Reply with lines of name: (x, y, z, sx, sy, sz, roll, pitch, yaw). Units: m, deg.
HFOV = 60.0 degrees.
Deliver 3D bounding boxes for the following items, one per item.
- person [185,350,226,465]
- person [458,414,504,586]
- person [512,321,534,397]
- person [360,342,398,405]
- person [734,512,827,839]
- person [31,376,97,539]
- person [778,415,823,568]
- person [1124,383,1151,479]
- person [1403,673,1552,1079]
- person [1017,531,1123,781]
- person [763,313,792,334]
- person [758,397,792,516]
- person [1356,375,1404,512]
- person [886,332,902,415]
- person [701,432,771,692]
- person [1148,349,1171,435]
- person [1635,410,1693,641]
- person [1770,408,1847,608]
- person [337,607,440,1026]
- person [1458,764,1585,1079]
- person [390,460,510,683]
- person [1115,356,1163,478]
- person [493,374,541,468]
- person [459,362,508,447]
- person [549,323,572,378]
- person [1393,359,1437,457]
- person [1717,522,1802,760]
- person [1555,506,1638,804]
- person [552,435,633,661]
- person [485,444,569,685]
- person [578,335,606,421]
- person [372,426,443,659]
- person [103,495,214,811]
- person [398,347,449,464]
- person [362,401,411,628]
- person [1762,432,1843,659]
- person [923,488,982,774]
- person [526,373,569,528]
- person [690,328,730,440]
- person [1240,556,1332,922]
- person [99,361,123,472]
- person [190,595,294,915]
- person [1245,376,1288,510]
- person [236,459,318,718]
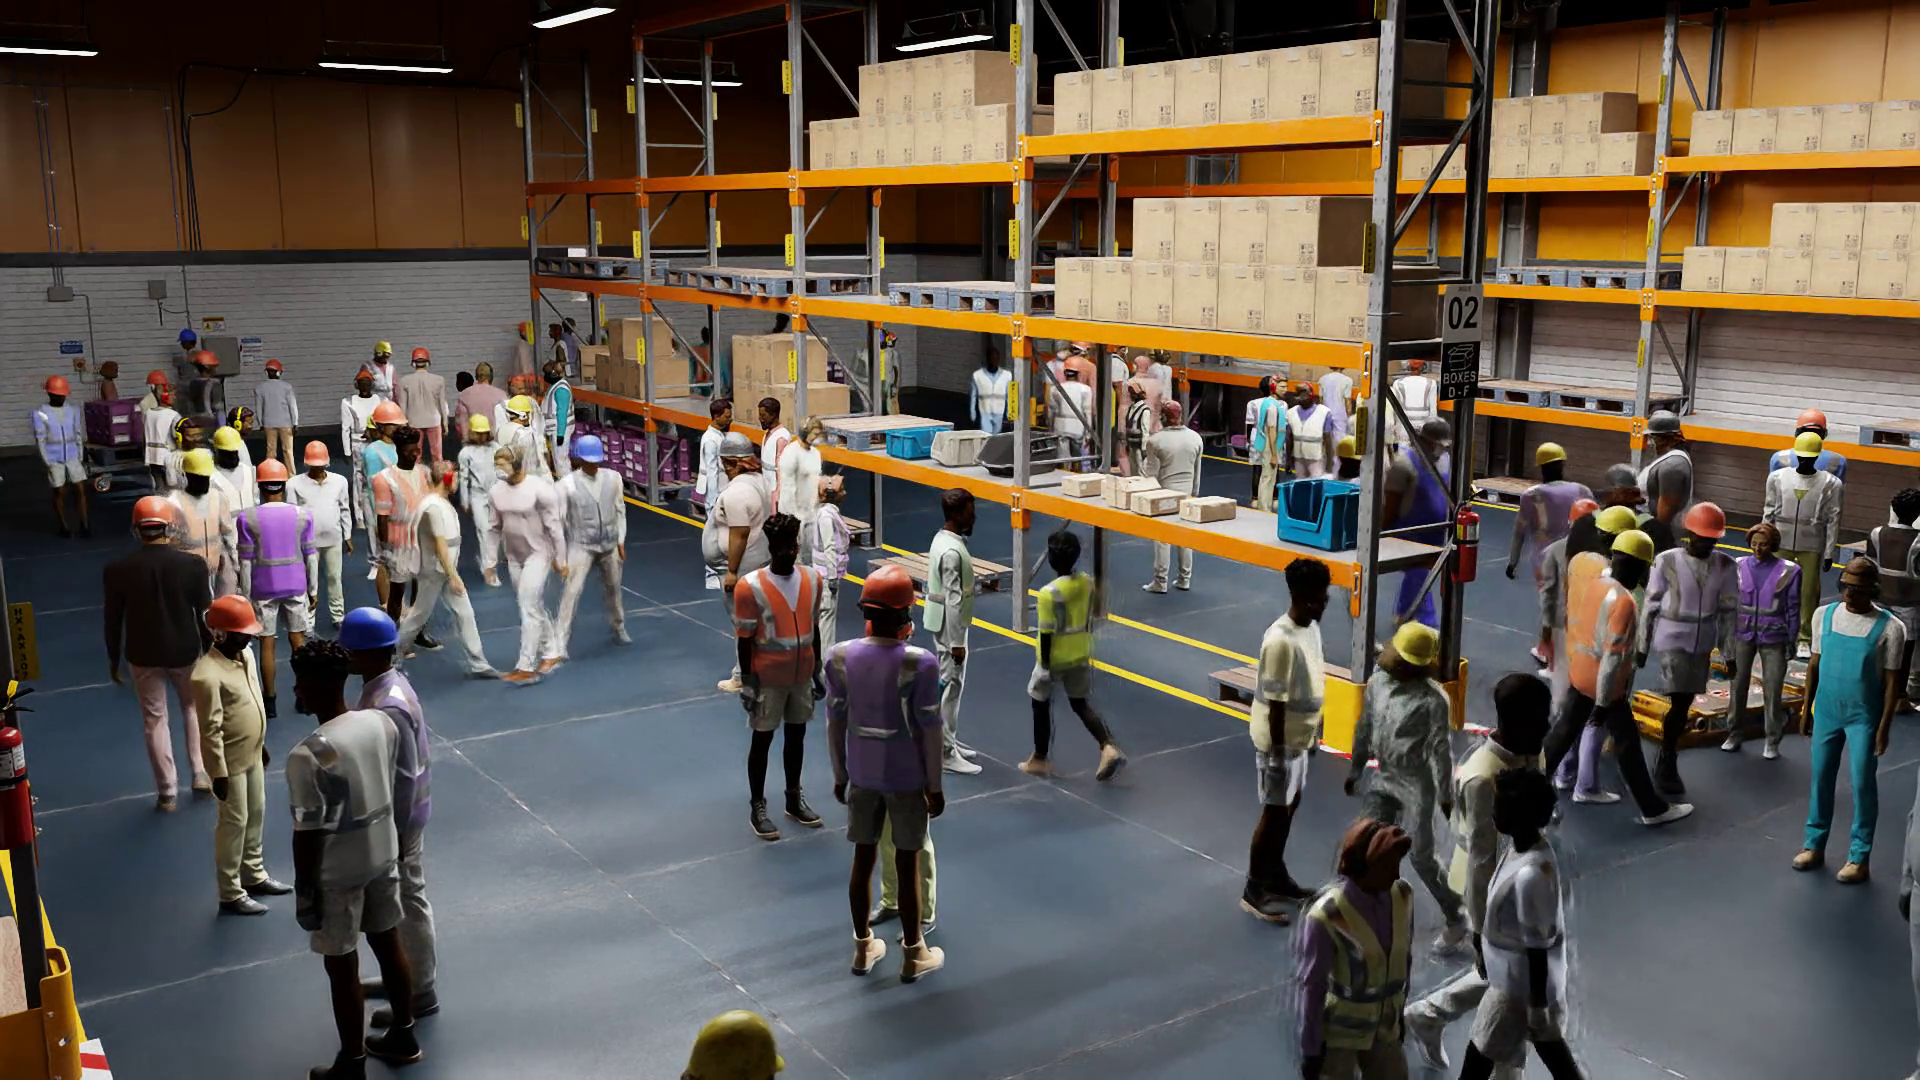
person: (-9.360, -1.358, 20.822, 0.620, 2.027, 0.478, 6, 12, 27)
person: (-4.805, -0.427, 16.844, 0.502, 1.720, 0.691, -10, 15, -41)
person: (-7.102, -2.594, 27.282, 0.442, 1.977, 0.658, -3, 12, -16)
person: (-8.820, -2.095, 25.220, 0.444, 1.792, 0.694, 6, 13, 28)
person: (-1.062, 0.794, 9.981, 0.609, 1.965, 0.368, -9, 14, -38)
person: (-10.214, -0.924, 18.959, 0.707, 1.900, 0.557, 10, 15, 42)
person: (-1.514, -0.187, 15.134, 0.537, 1.915, 0.779, 5, 12, 22)
person: (2.230, -1.156, 20.824, 0.313, 1.634, 0.514, -4, 12, -19)
person: (2.204, 1.445, 6.839, 0.704, 1.896, 0.597, 9, 14, 39)
person: (0.729, 0.770, 10.847, 0.535, 1.679, 0.727, -10, 15, -43)
person: (-3.391, -3.246, 30.755, 0.651, 1.923, 0.488, -5, 12, -23)
person: (-1.827, -0.478, 16.656, 0.410, 1.908, 0.598, -4, 12, -18)
person: (5.170, -1.233, 20.676, 0.633, 1.841, 0.429, -3, 11, -13)
person: (-1.181, -2.677, 28.339, 0.355, 1.736, 0.575, 2, 11, 9)
person: (-1.752, 0.161, 13.030, 0.536, 2.000, 0.688, 2, 11, 11)
person: (2.911, -1.947, 24.352, 0.347, 1.840, 0.500, -1, 11, -4)
person: (6.103, -0.140, 14.567, 0.535, 2.000, 0.679, 5, 12, 24)
person: (7.394, -0.142, 14.606, 0.609, 2.035, 0.415, 5, 12, 23)
person: (-2.636, 1.255, 7.664, 0.406, 1.947, 0.607, -5, 12, -23)
person: (2.107, 1.658, 6.365, 0.881, 1.643, 0.548, 4, 12, 20)
person: (-4.166, 0.264, 13.195, 0.993, 1.788, 0.601, 0, 11, 1)
person: (2.282, -1.444, 21.616, 0.669, 1.892, 0.472, -6, 12, -27)
person: (-5.125, -0.984, 19.309, 0.353, 1.880, 0.577, 8, 14, 36)
person: (-5.738, -1.187, 20.190, 0.638, 1.936, 0.356, 2, 11, 10)
person: (-6.938, -2.830, 28.836, 0.389, 1.846, 0.567, -4, 12, -19)
person: (5.981, -1.498, 21.928, 0.576, 1.882, 0.355, 3, 11, 14)
person: (5.482, 0.679, 11.438, 0.525, 1.631, 0.313, 8, 14, 35)
person: (4.032, 0.725, 10.485, 0.397, 1.912, 0.591, -2, 11, -11)
person: (-3.165, 0.043, 14.053, 0.790, 1.895, 0.560, -7, 13, -34)
person: (-3.512, 0.198, 13.194, 0.657, 1.898, 0.906, 6, 12, 27)
person: (-5.771, -2.386, 26.706, 0.651, 1.803, 0.783, 6, 13, 30)
person: (-4.636, 0.007, 14.010, 0.366, 1.962, 0.614, 6, 13, 29)
person: (-5.019, 0.701, 10.448, 0.616, 1.977, 0.547, -7, 13, -30)
person: (-7.036, -1.533, 21.848, 0.621, 1.985, 0.408, -3, 12, -16)
person: (-5.121, -0.238, 15.063, 0.372, 2.042, 0.615, 2, 11, 8)
person: (7.043, 0.039, 13.972, 0.586, 1.918, 0.395, 8, 14, 36)
person: (-0.058, 0.597, 11.113, 0.377, 1.916, 0.599, -1, 11, -5)
person: (-4.946, -1.047, 19.679, 0.801, 1.855, 0.573, -4, 12, -18)
person: (-4.168, -2.595, 27.641, 0.613, 1.846, 1.050, 5, 12, 24)
person: (1.736, 1.037, 8.788, 0.433, 1.948, 0.695, 6, 13, 28)
person: (-12.230, -1.779, 24.052, 0.486, 1.615, 0.533, -5, 12, -26)
person: (-3.823, 1.134, 8.833, 0.355, 1.736, 0.575, 0, 11, 0)
person: (3.869, -1.226, 21.003, 0.540, 1.698, 0.317, 2, 11, 9)
person: (-5.051, 0.358, 12.333, 0.548, 1.924, 0.387, -8, 13, -34)
